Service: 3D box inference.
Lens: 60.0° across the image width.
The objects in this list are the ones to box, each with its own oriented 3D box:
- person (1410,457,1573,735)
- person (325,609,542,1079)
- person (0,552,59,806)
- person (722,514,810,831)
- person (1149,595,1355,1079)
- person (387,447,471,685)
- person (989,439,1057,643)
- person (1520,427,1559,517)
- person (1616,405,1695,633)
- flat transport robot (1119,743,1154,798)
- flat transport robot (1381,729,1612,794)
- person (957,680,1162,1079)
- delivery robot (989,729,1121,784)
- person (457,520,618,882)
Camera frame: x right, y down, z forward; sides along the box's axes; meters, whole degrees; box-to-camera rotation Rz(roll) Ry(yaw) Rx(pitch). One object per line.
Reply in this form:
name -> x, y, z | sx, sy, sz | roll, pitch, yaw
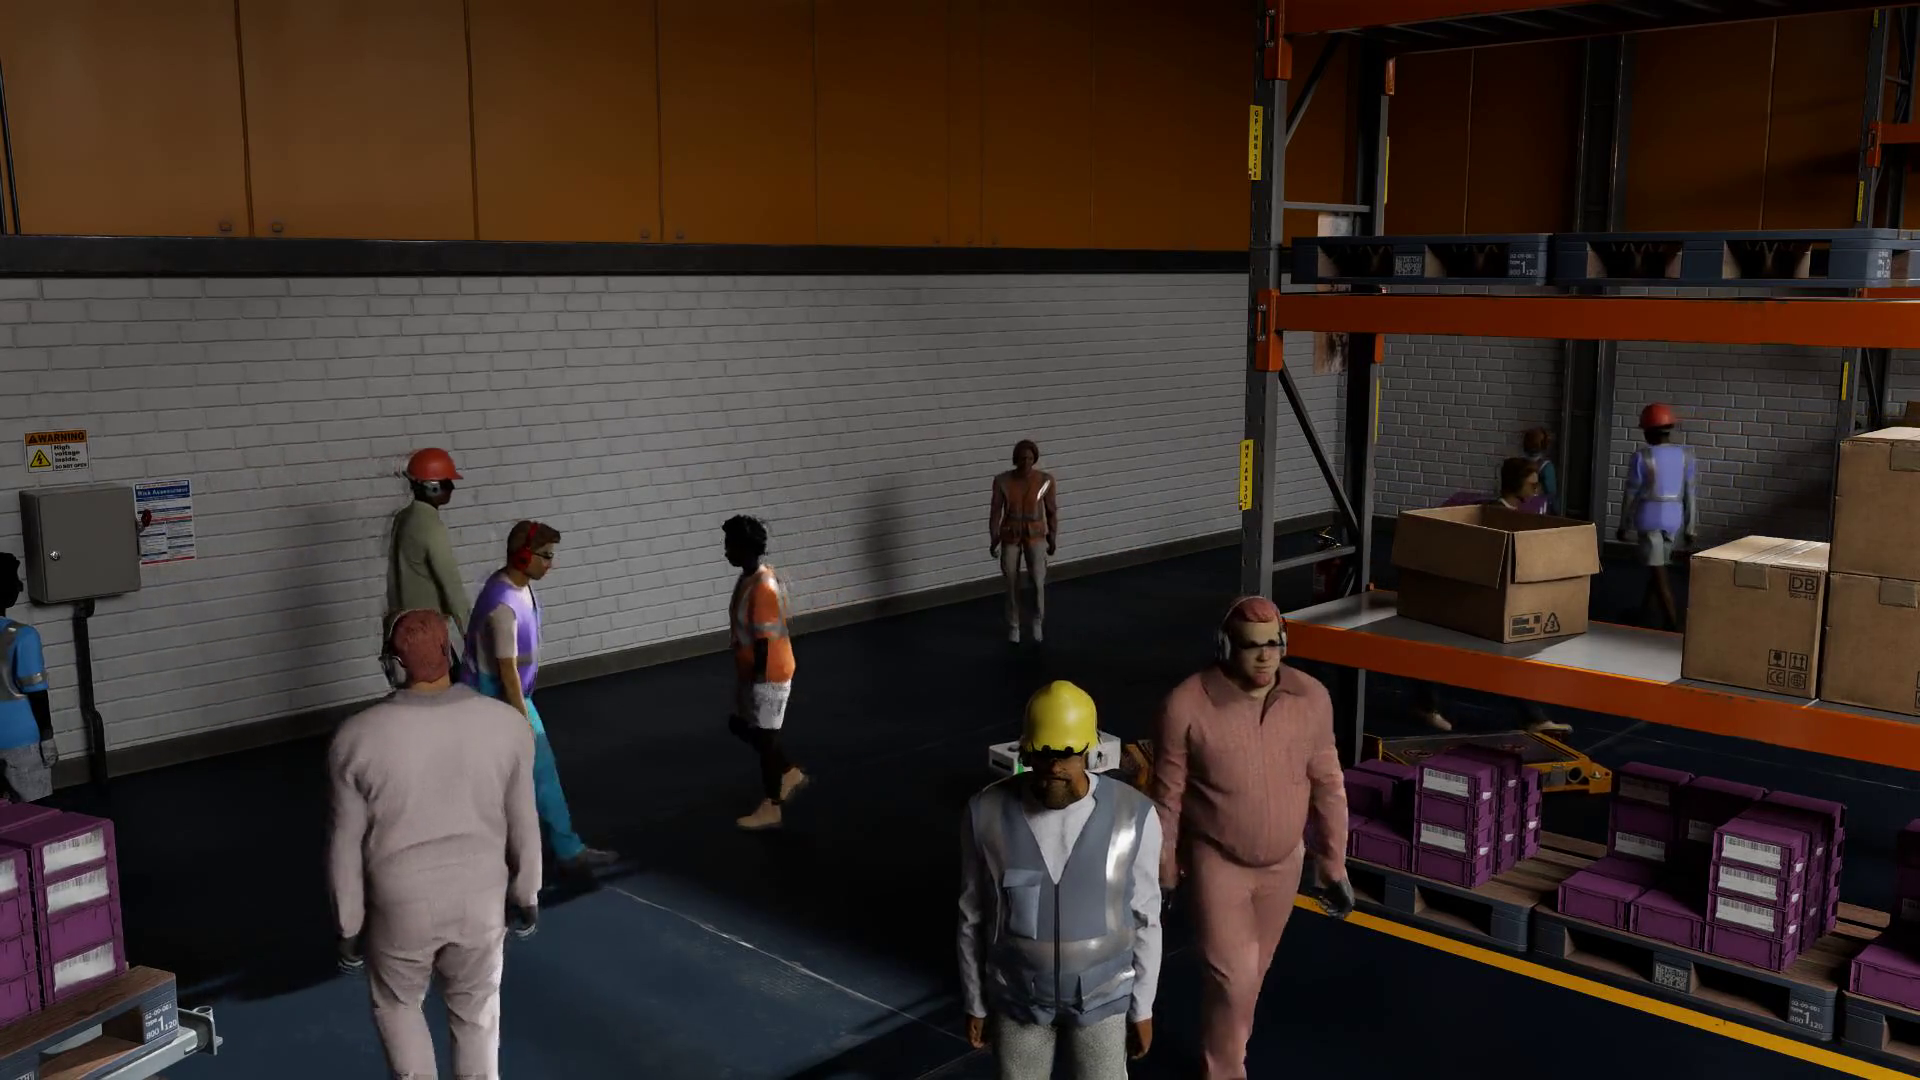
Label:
person -> 3.339, 0.366, 10.479 | 0.983, 1.785, 0.598 | 6, 11, 31
person -> -1.671, 1.150, 5.331 | 0.677, 1.884, 0.437 | -5, 10, -27
person -> -4.296, 0.892, 7.496 | 0.536, 1.697, 0.318 | 3, 10, 16
person -> -1.041, 0.693, 8.742 | 0.382, 1.677, 0.547 | -3, 10, -19
person -> 1.001, 1.119, 5.572 | 0.641, 1.877, 0.748 | -3, 10, -20
person -> -2.917, 0.470, 9.268 | 0.644, 1.967, 0.629 | -5, 11, -30
person -> 0.497, 0.018, 13.077 | 0.532, 1.622, 0.421 | 0, 9, 2
person -> 4.839, -0.166, 14.244 | 0.743, 1.610, 0.520 | -1, 9, -8
person -> 5.552, -0.125, 13.225 | 0.535, 1.893, 0.982 | -2, 10, -14
flat transport robot -> 1.504, 1.297, 9.370 | 1.431, 0.197, 0.652 | -1, 9, -5
flat transport robot -> 2.949, 1.282, 9.463 | 1.431, 0.197, 0.652 | -2, 9, -12
person -> 0.283, 1.282, 4.738 | 0.584, 1.825, 0.404 | 1, 9, 6
delivery robot -> 0.509, 1.182, 8.919 | 0.707, 0.478, 0.477 | -6, 11, -32
person -> -2.041, 0.786, 7.858 | 0.888, 1.785, 0.628 | -1, 9, -4
